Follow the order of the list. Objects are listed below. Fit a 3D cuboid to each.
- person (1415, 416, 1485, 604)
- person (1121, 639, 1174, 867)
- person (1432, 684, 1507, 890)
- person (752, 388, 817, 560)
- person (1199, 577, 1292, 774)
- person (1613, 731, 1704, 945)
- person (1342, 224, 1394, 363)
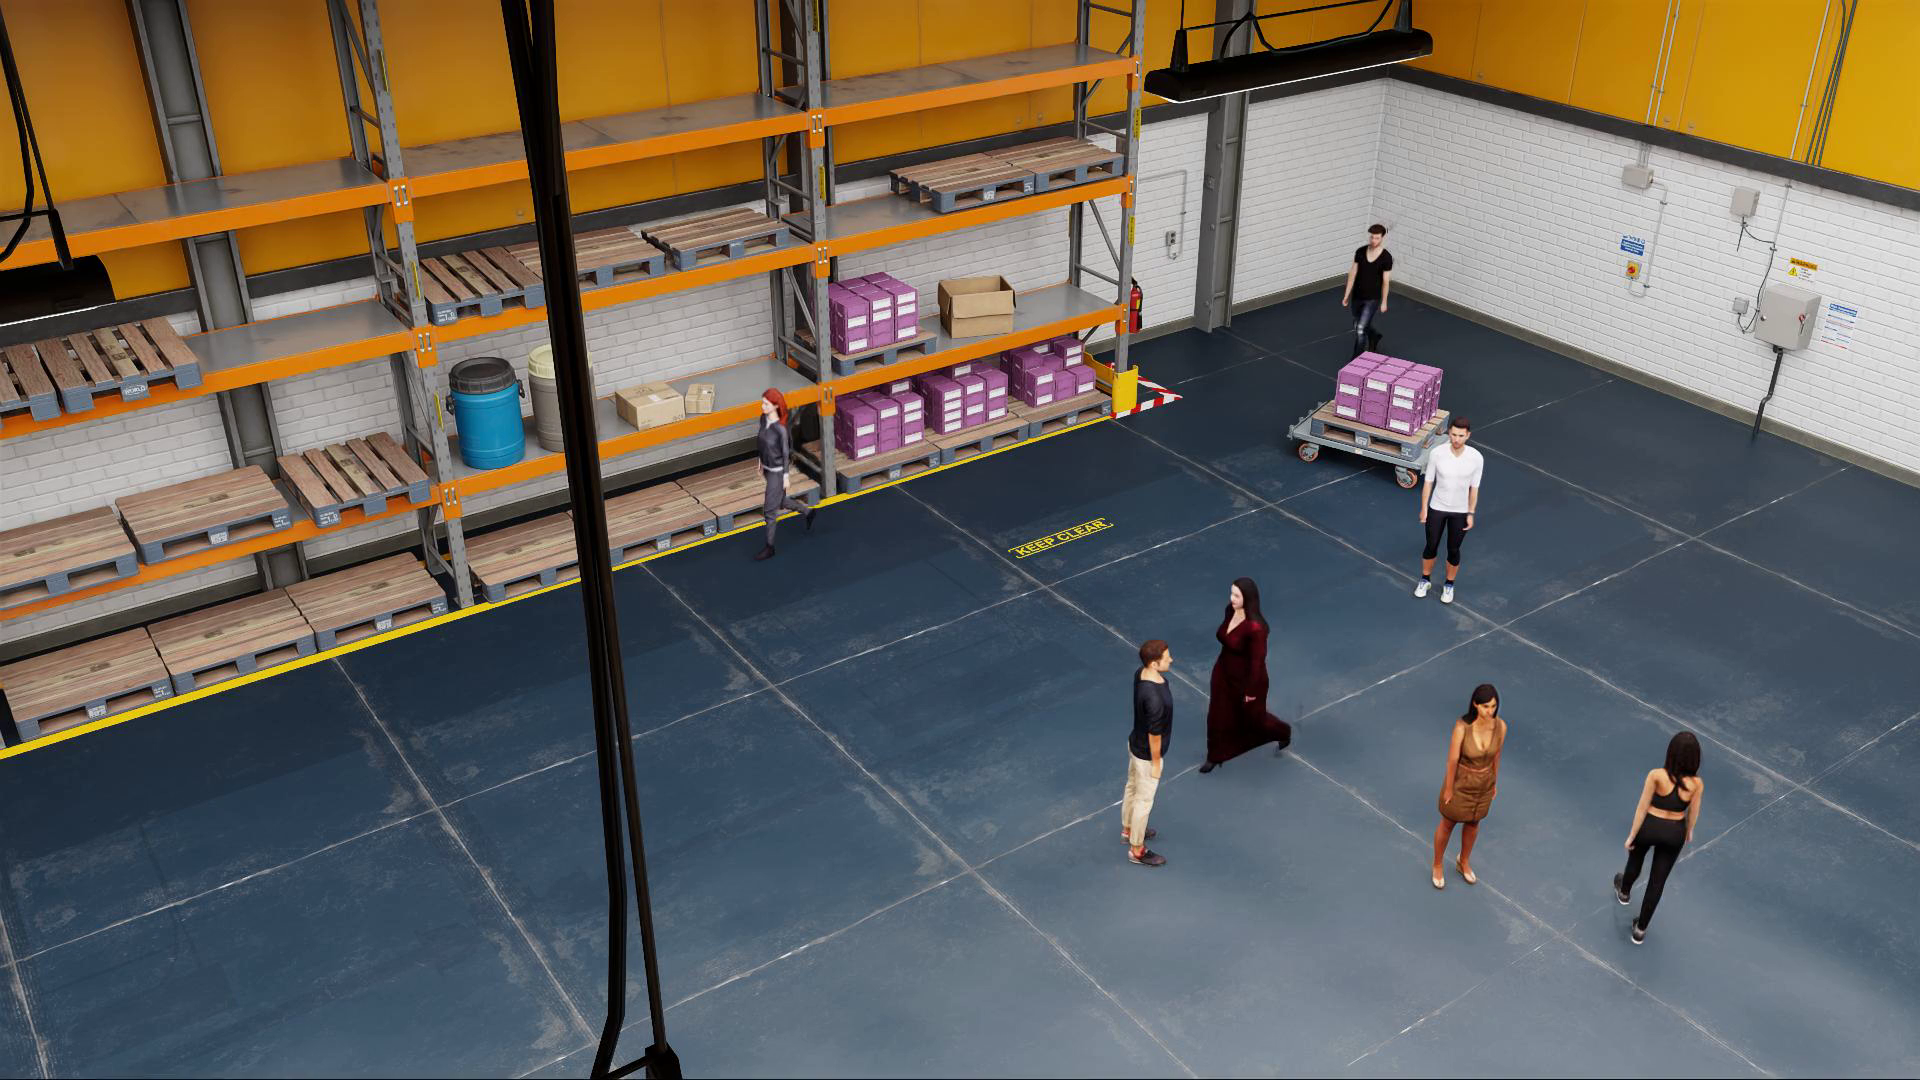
[{"bbox_3d":[4.557,-0.302,15.480,0.741,1.848,0.766,9,30,17],"label":"person"},{"bbox_3d":[1.360,1.517,12.134,0.708,1.857,0.714,-3,29,-5],"label":"person"},{"bbox_3d":[3.636,1.750,11.882,0.564,1.690,0.688,-6,29,-11],"label":"person"},{"bbox_3d":[-1.745,-0.679,16.262,0.996,1.760,0.607,-18,33,-29],"label":"person"},{"bbox_3d":[2.296,1.069,13.097,1.092,1.723,0.754,-15,32,-26],"label":"person"},{"bbox_3d":[4.787,2.070,11.364,0.899,1.624,0.988,8,30,14],"label":"person"},{"bbox_3d":[5.025,-2.983,20.374,0.839,1.867,1.220,25,37,38],"label":"person"}]
